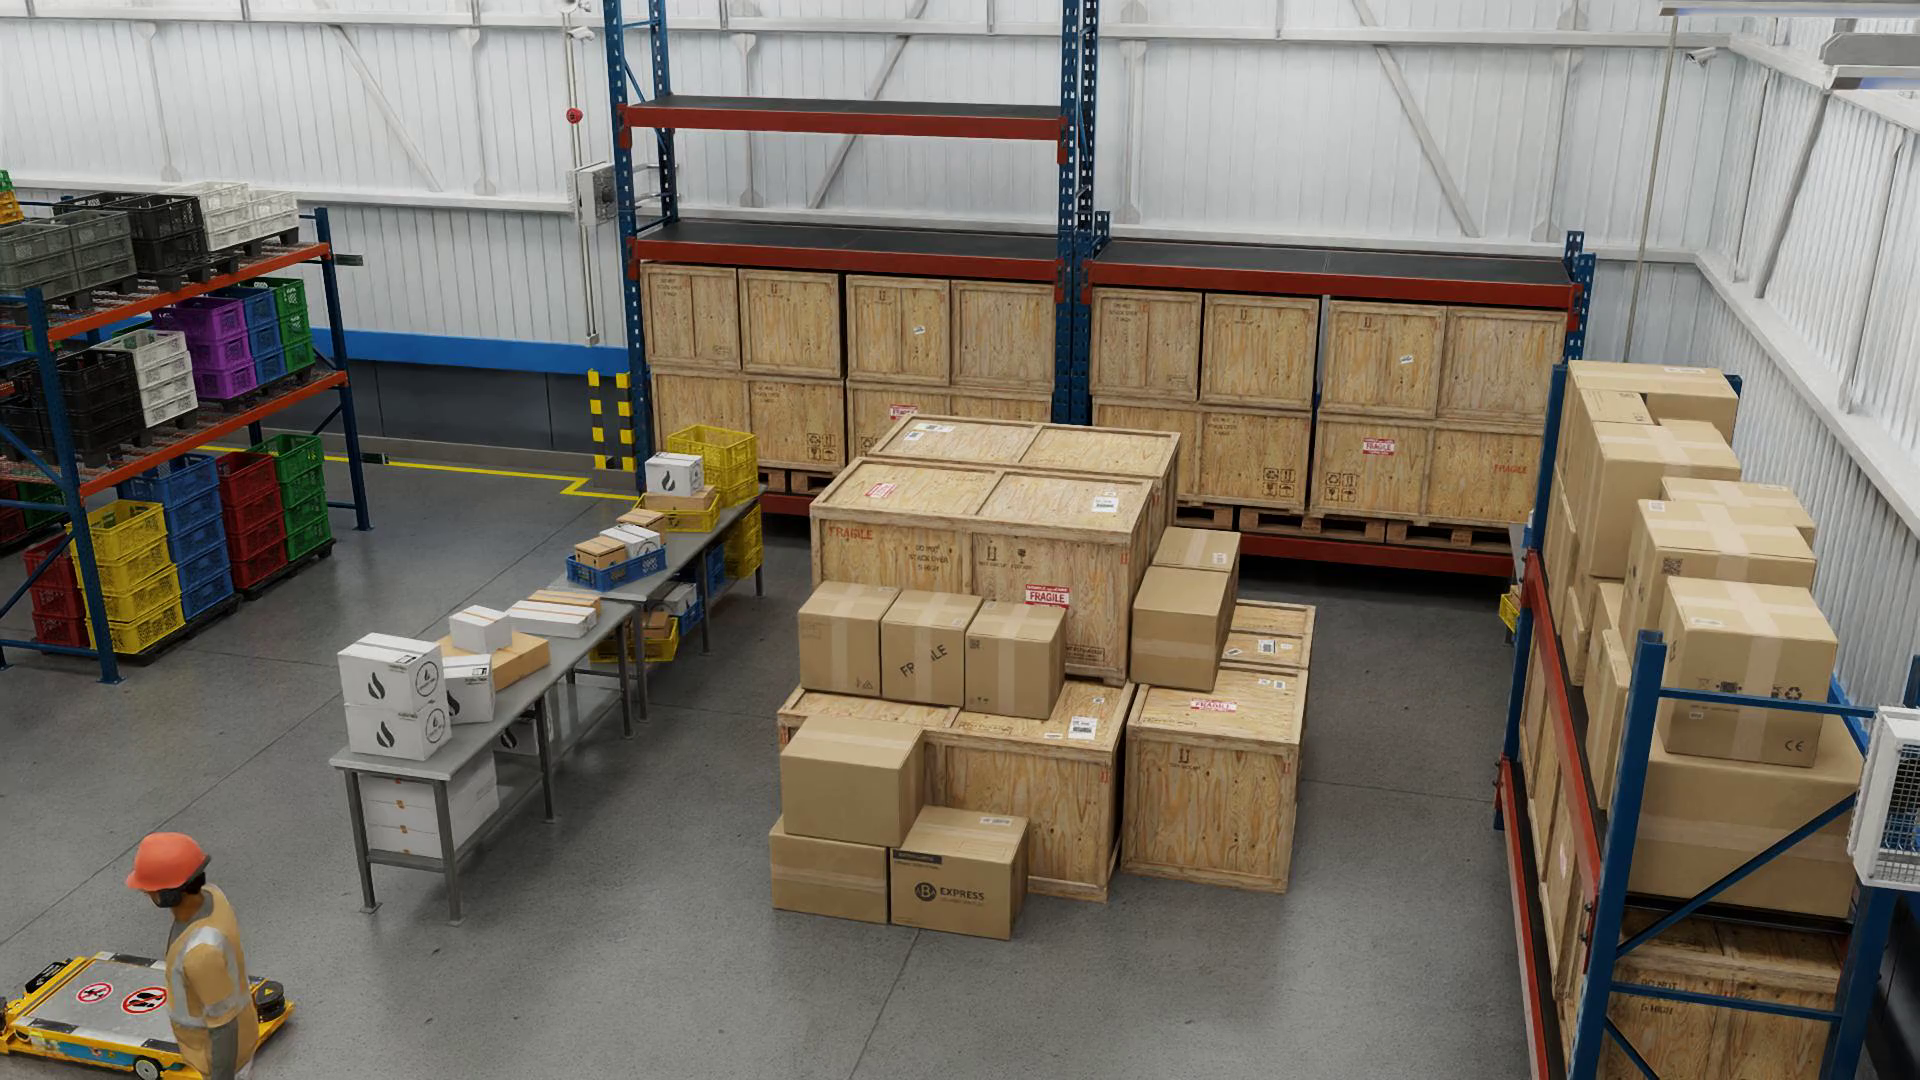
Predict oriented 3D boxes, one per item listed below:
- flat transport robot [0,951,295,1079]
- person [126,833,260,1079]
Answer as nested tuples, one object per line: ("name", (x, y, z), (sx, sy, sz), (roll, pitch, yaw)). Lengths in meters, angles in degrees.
("flat transport robot", (-4.270, 2.464, 8.601), (1.431, 0.231, 0.659), (5, 22, 13))
("person", (-3.154, 2.127, 7.003), (0.387, 2.039, 0.610), (-9, 23, -23))
